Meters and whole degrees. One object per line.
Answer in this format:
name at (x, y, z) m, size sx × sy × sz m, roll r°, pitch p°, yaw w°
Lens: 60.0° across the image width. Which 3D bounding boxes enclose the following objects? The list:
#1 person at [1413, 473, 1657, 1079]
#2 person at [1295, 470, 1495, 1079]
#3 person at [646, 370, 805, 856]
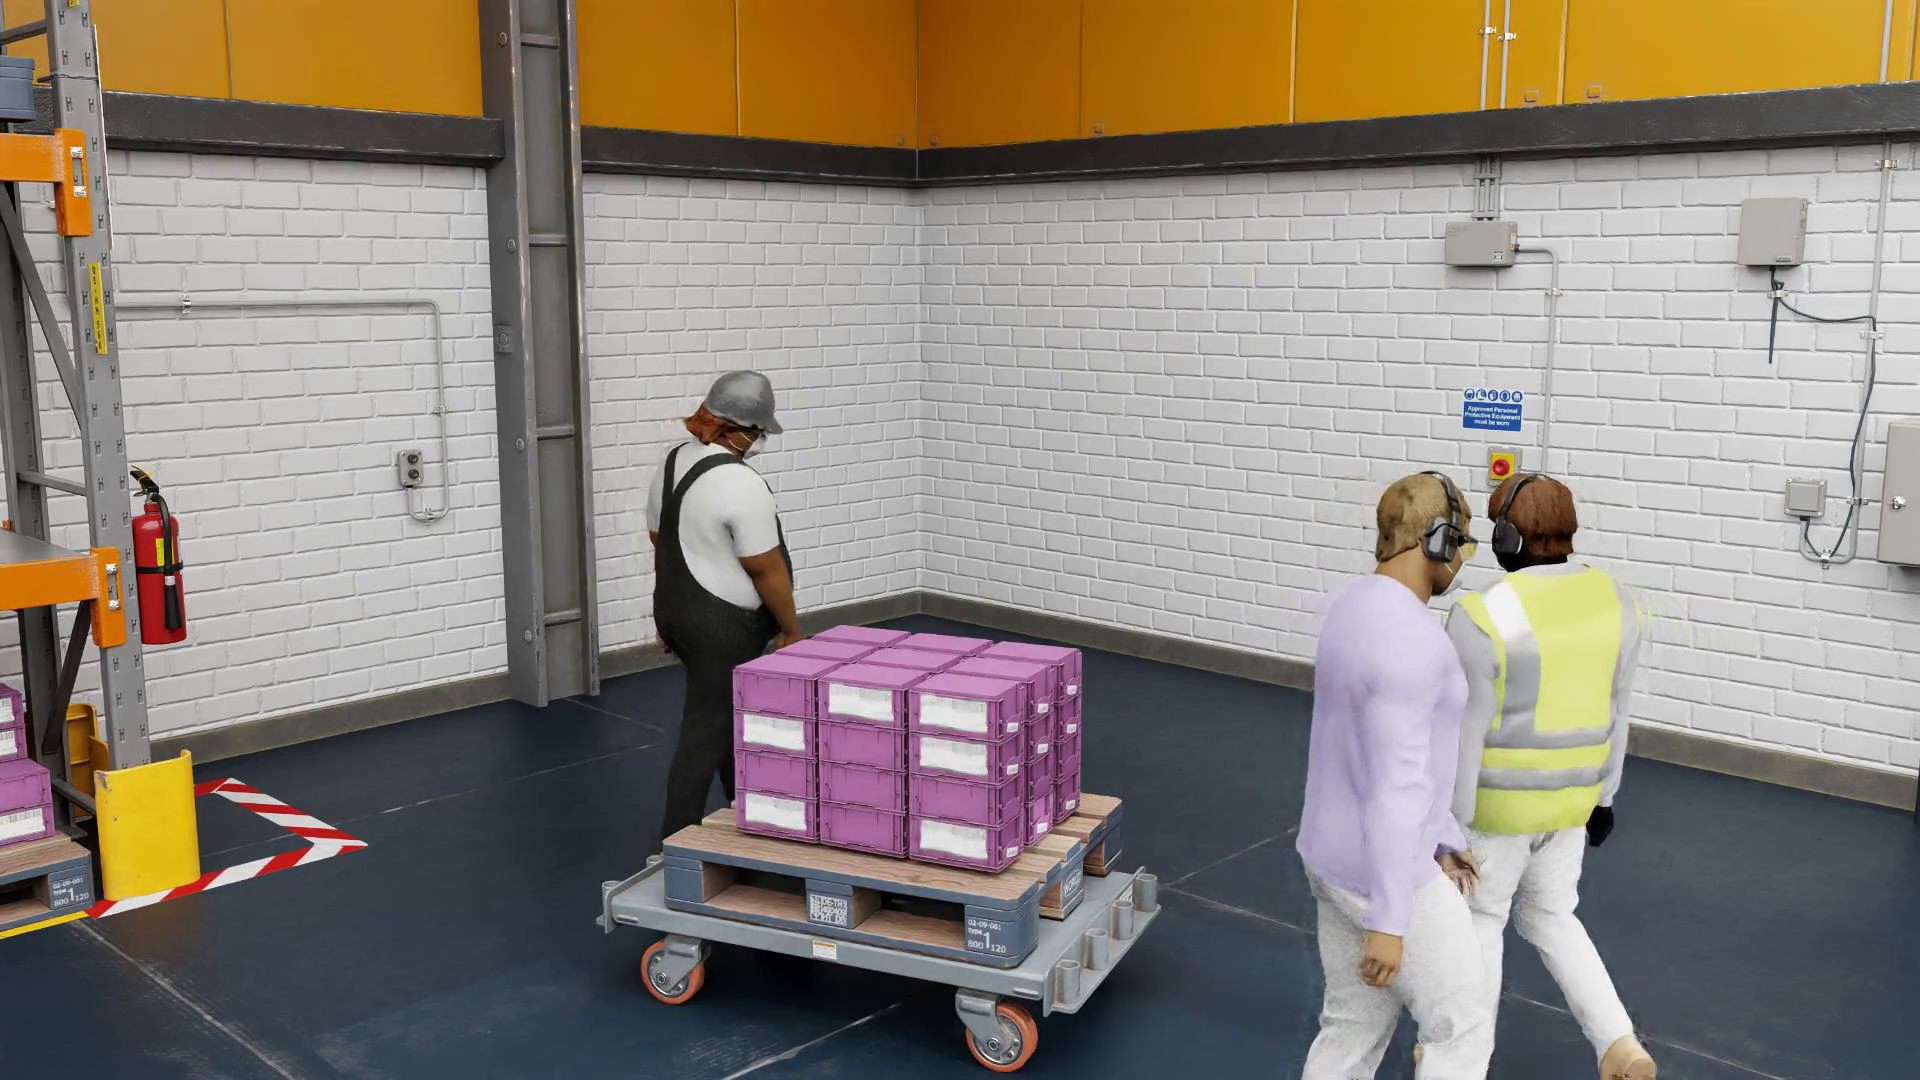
person at (1.573, 0.724, 4.537) m, size 0.639 × 1.823 × 0.709 m, roll -4°, pitch 10°, yaw -23°
person at (1.086, 0.792, 3.914) m, size 0.672 × 1.896 × 0.667 m, roll -1°, pitch 9°, yaw -4°
person at (-0.856, 0.285, 6.564) m, size 0.870 × 2.000 × 0.710 m, roll -6°, pitch 11°, yaw -34°
